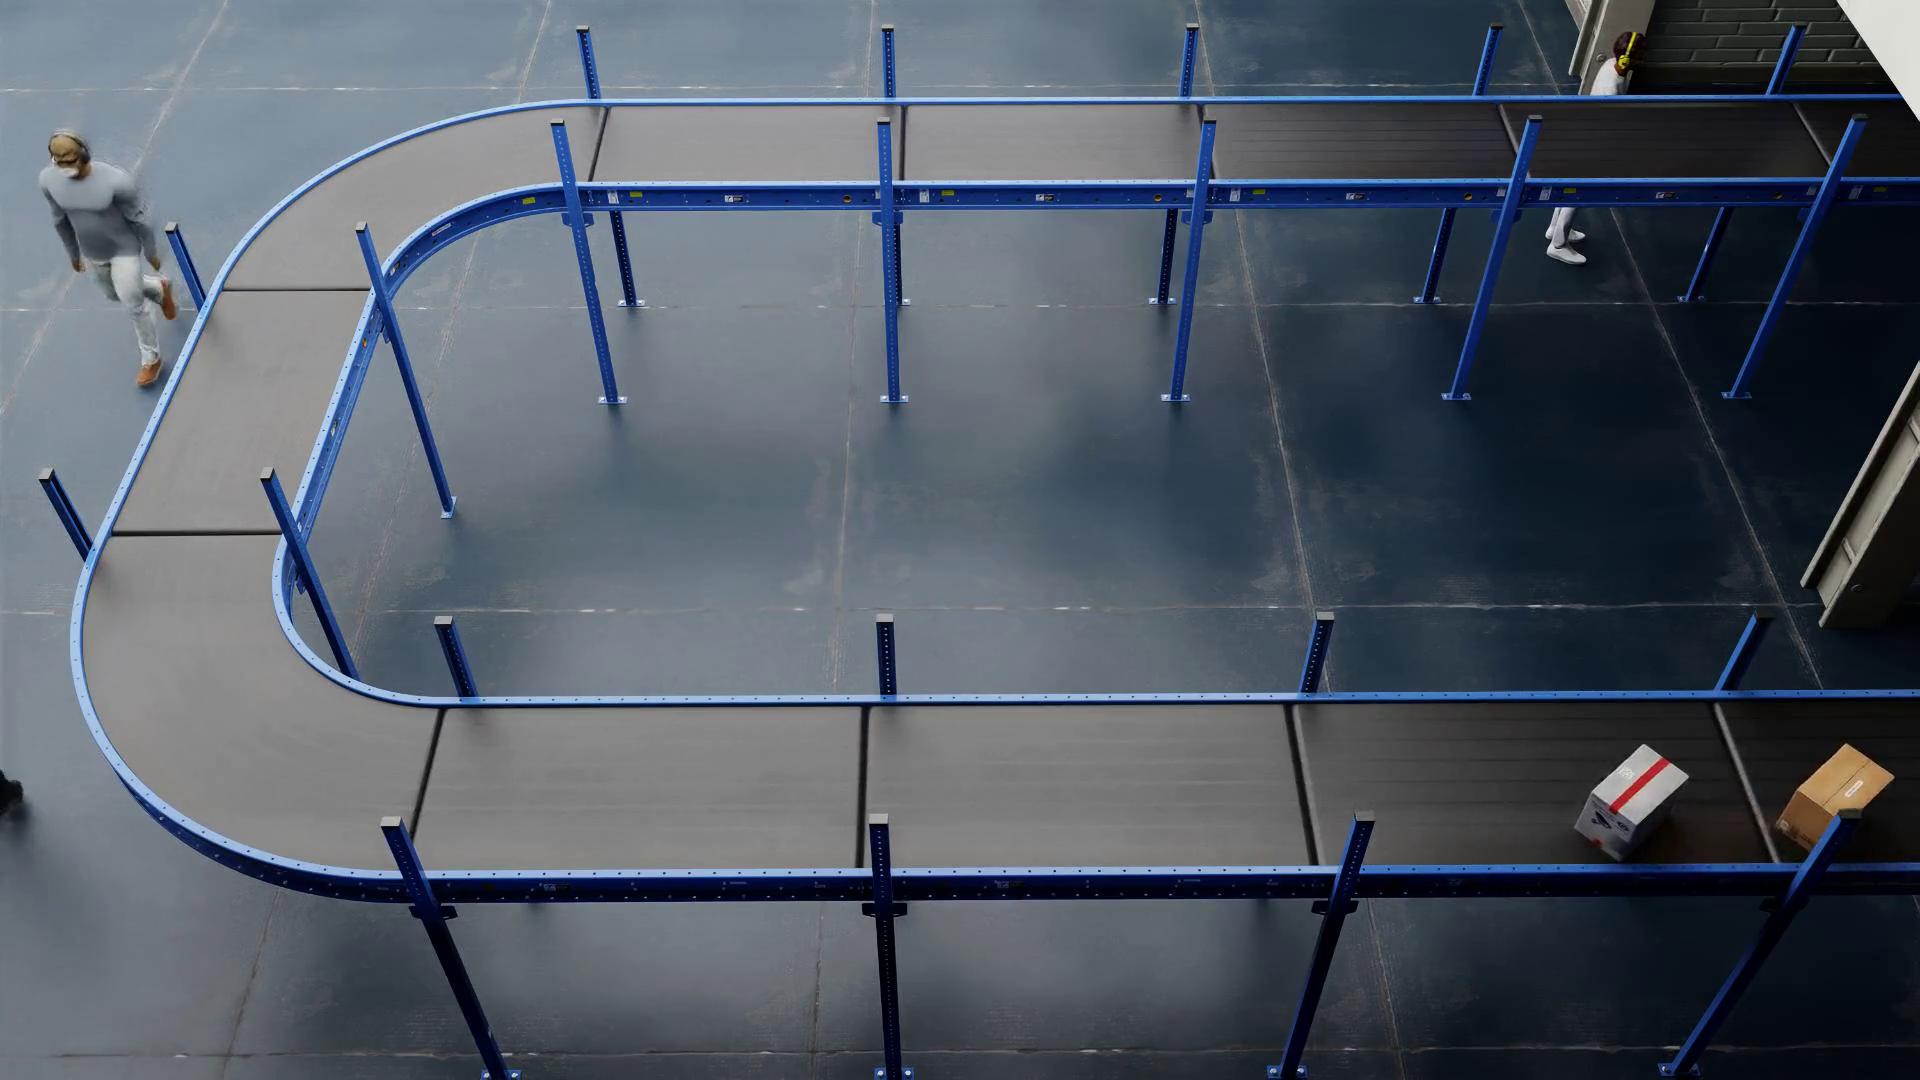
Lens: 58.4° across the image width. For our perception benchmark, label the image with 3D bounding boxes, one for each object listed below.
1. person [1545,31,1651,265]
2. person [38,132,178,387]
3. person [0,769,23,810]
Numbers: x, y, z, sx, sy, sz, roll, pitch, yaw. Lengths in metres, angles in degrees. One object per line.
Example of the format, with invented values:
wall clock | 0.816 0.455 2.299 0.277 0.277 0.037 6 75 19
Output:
person | 4.719 -2.919 12.730 0.311 1.859 0.532 11 48 10
person | -5.835 -2.048 11.879 0.634 1.916 0.857 4 47 4
person | -5.572 0.813 9.209 0.541 1.923 0.391 -16 49 -14
